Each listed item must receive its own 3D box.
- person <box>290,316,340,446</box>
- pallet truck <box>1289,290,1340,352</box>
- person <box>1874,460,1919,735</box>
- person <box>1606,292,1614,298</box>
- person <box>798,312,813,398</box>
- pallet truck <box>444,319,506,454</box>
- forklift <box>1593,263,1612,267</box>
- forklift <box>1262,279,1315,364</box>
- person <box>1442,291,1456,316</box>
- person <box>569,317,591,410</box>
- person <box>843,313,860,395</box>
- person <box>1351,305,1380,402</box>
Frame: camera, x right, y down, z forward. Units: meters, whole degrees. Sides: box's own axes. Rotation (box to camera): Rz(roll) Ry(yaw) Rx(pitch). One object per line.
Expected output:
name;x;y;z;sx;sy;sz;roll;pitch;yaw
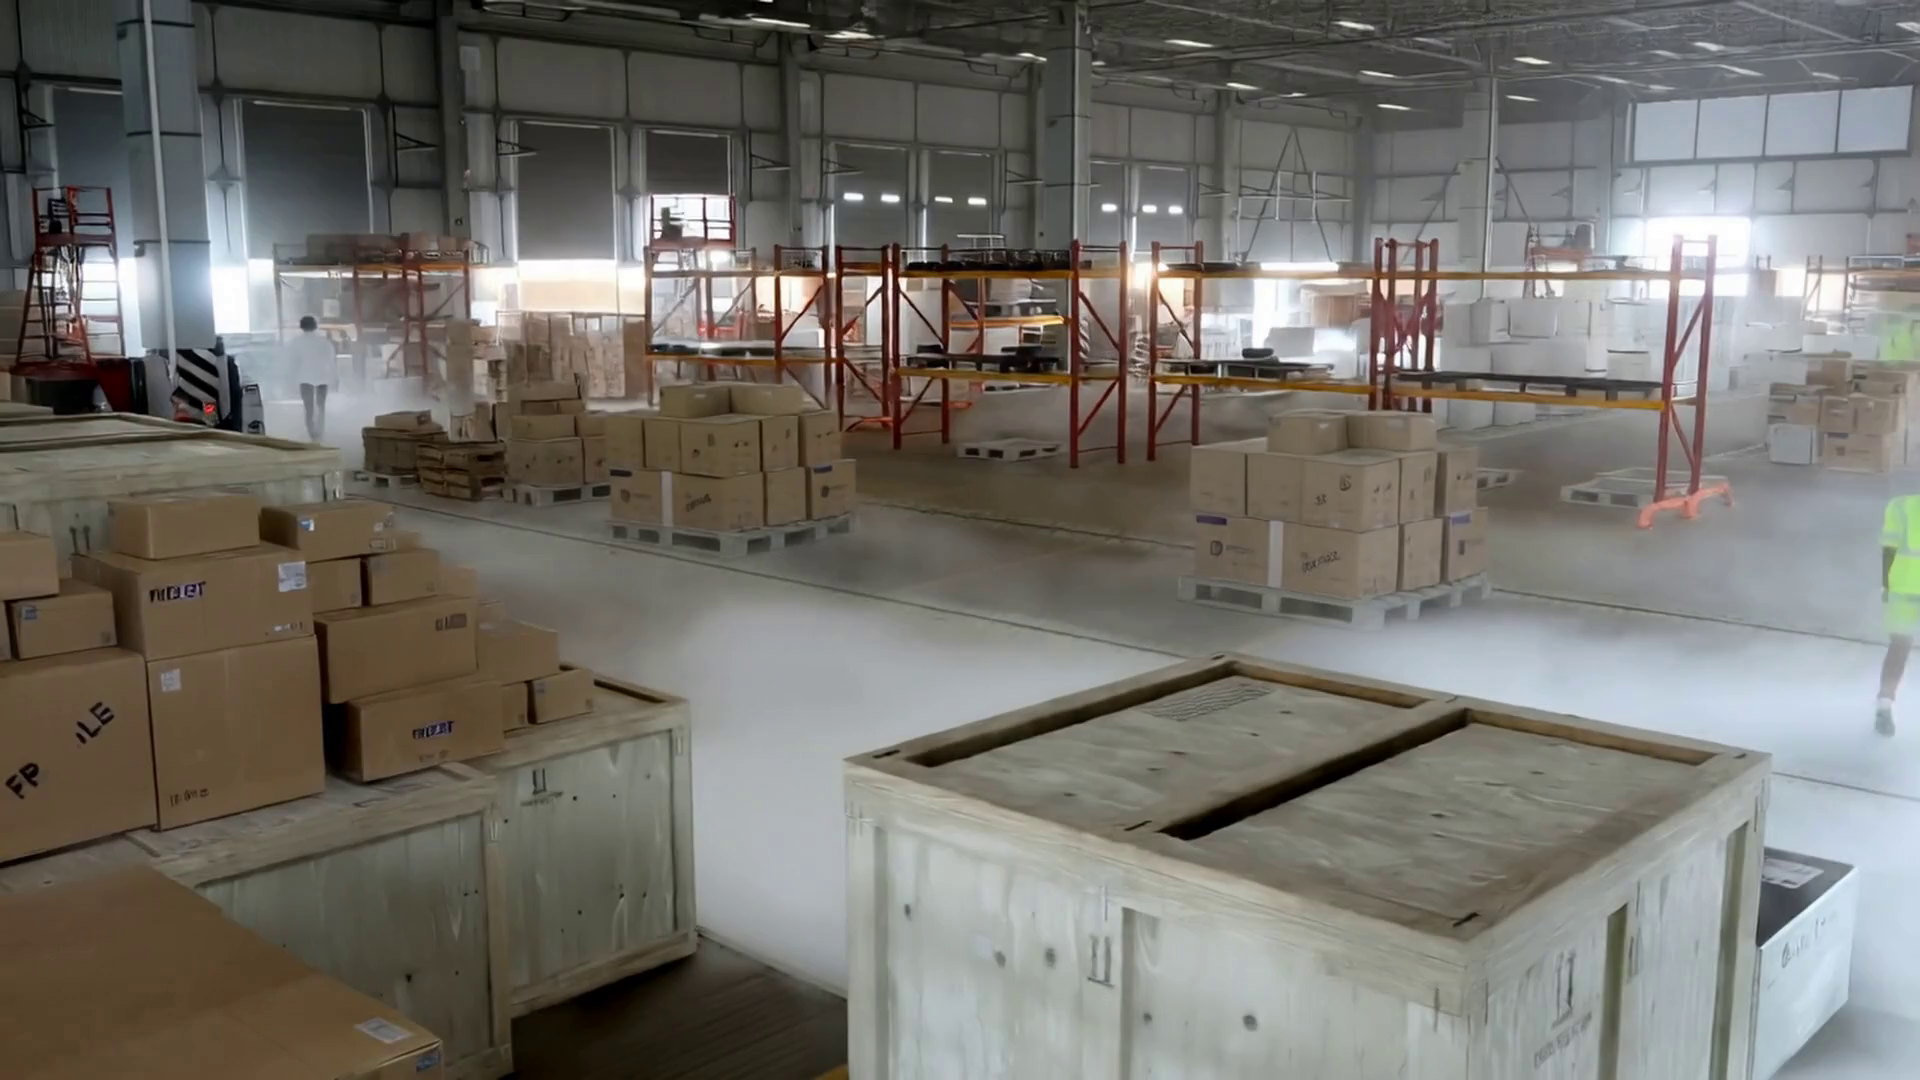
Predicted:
person;-9.578;-2.340;24.742;0.650;1.943;0.917;-6;11;-31
pallet truck;11.297;-6.951;52.861;1.885;1.965;0.823;-5;11;-29
person;5.507;0.286;9.506;0.534;1.669;0.826;9;13;43
person;21.181;-7.140;54.347;1.011;1.882;0.566;4;10;21
person;-3.192;-3.810;34.256;0.527;1.780;1.010;0;9;-2
pallet truck;-6.981;-1.942;22.150;1.885;1.965;0.823;1;9;9
forklift;17.499;-6.204;45.581;1.873;2.768;1.129;3;10;16
forklift;8.555;-6.090;44.881;1.873;2.768;1.129;9;13;43
person;16.025;-7.141;54.207;0.372;1.939;0.629;-9;13;-44
person;-6.331;-2.799;27.824;0.329;1.863;0.513;-9;13;-44
person;-2.272;-3.920;35.074;0.322;1.738;0.488;-9;13;-44
person;8.072;-3.700;33.111;0.372;1.939;0.629;-9;13;-44
